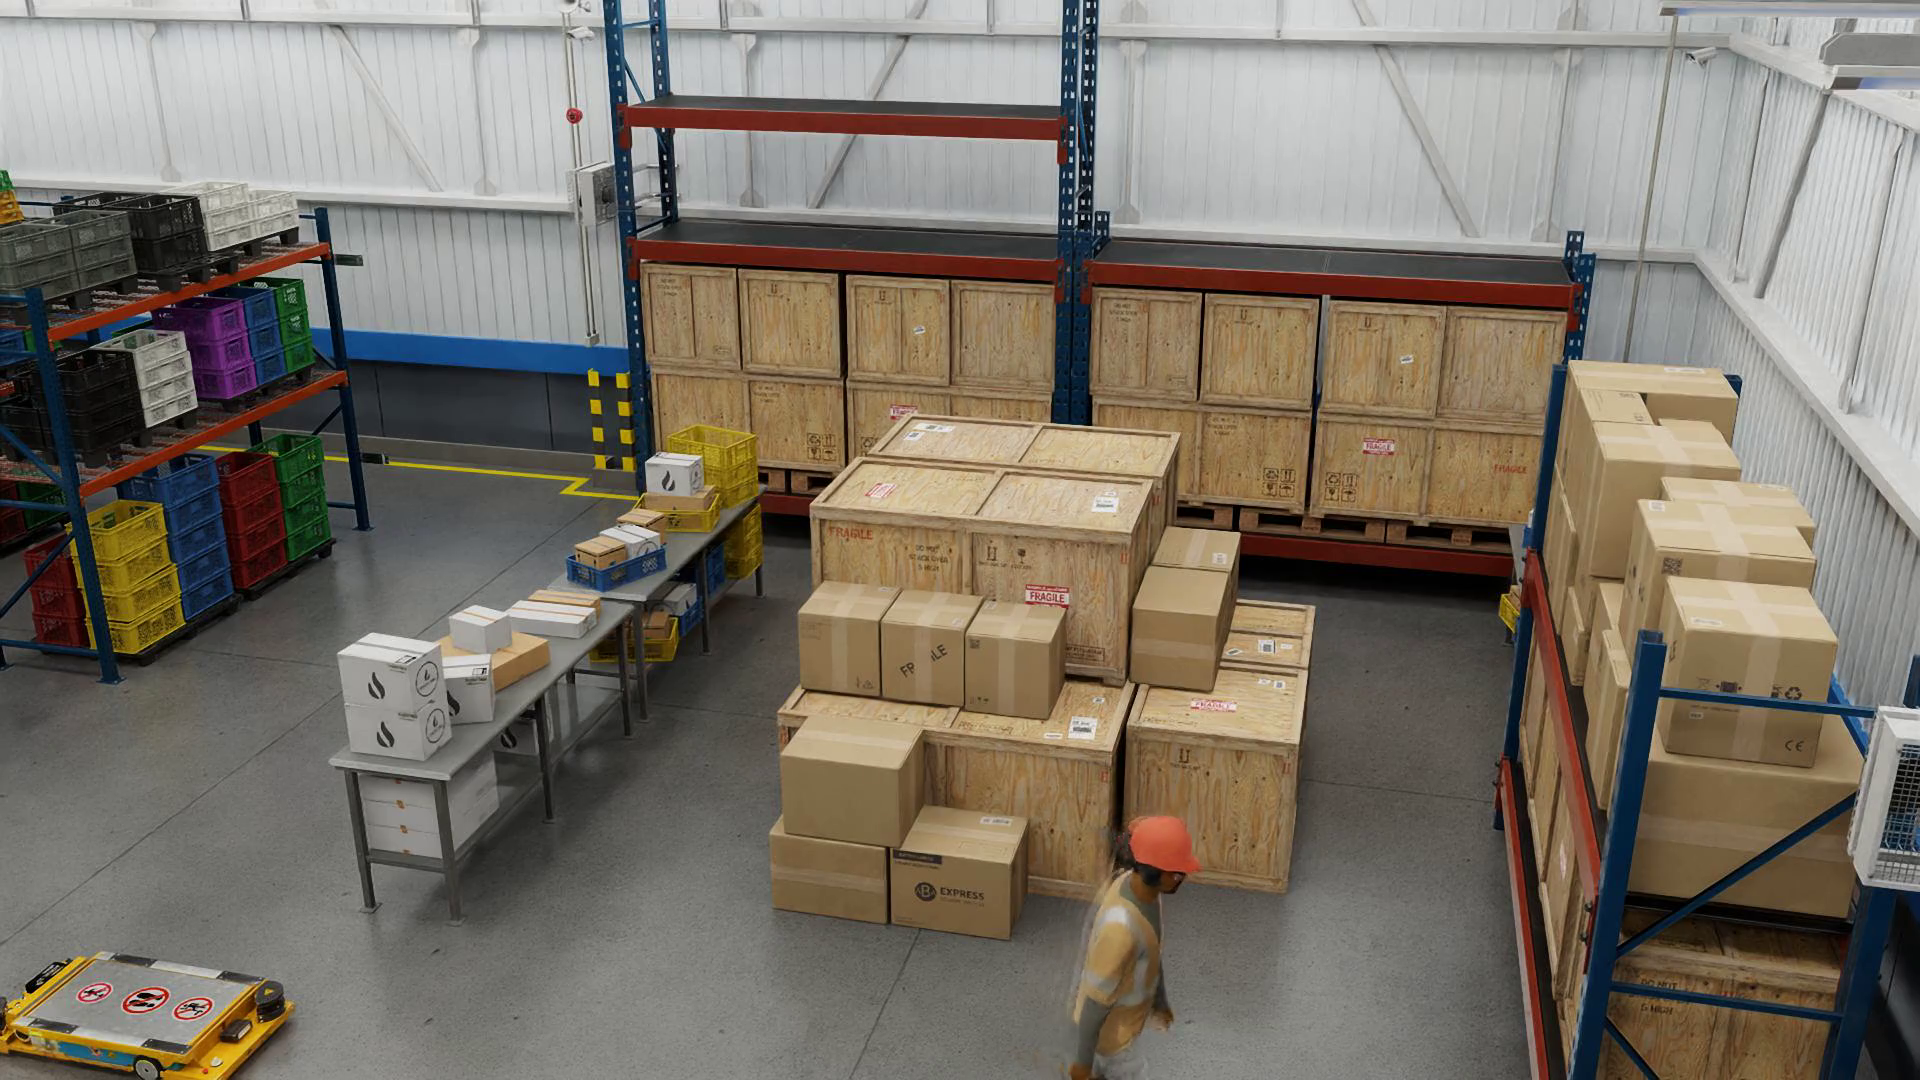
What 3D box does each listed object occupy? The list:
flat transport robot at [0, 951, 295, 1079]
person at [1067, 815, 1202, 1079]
[{"bbox_3d":[-4.270,2.464,8.601,1.431,0.231,0.659,5,22,13],"label":"flat transport robot"},{"bbox_3d":[0.779,2.081,7.178,0.892,1.994,0.609,4,21,11],"label":"person"}]
